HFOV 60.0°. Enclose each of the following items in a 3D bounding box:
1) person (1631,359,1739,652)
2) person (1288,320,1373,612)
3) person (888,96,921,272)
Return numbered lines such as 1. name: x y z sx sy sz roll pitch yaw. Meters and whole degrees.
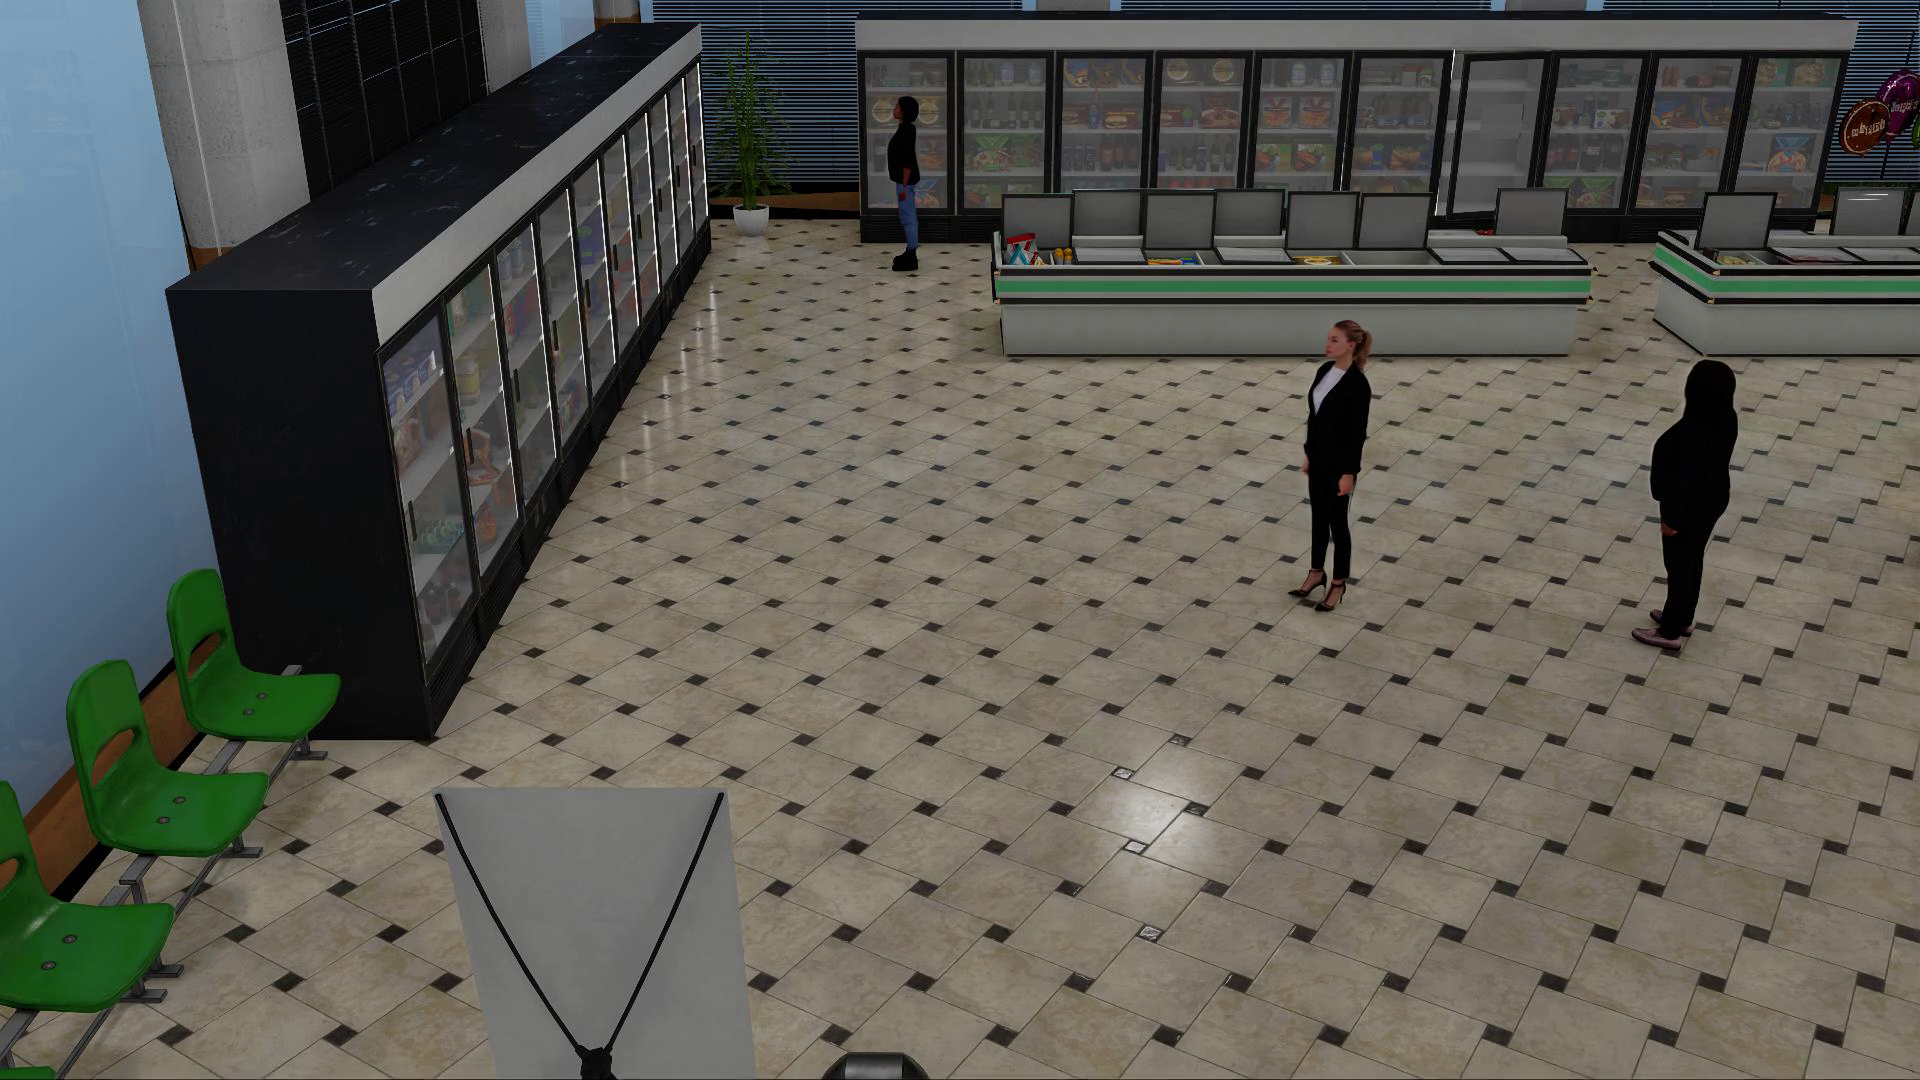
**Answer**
1. person: 3.962 -0.192 8.986 0.812 1.617 0.761 19 30 37
2. person: 2.113 -0.419 9.394 0.685 1.707 0.693 -11 26 -23
3. person: -0.527 -3.552 16.558 0.531 1.702 0.558 1 24 2
